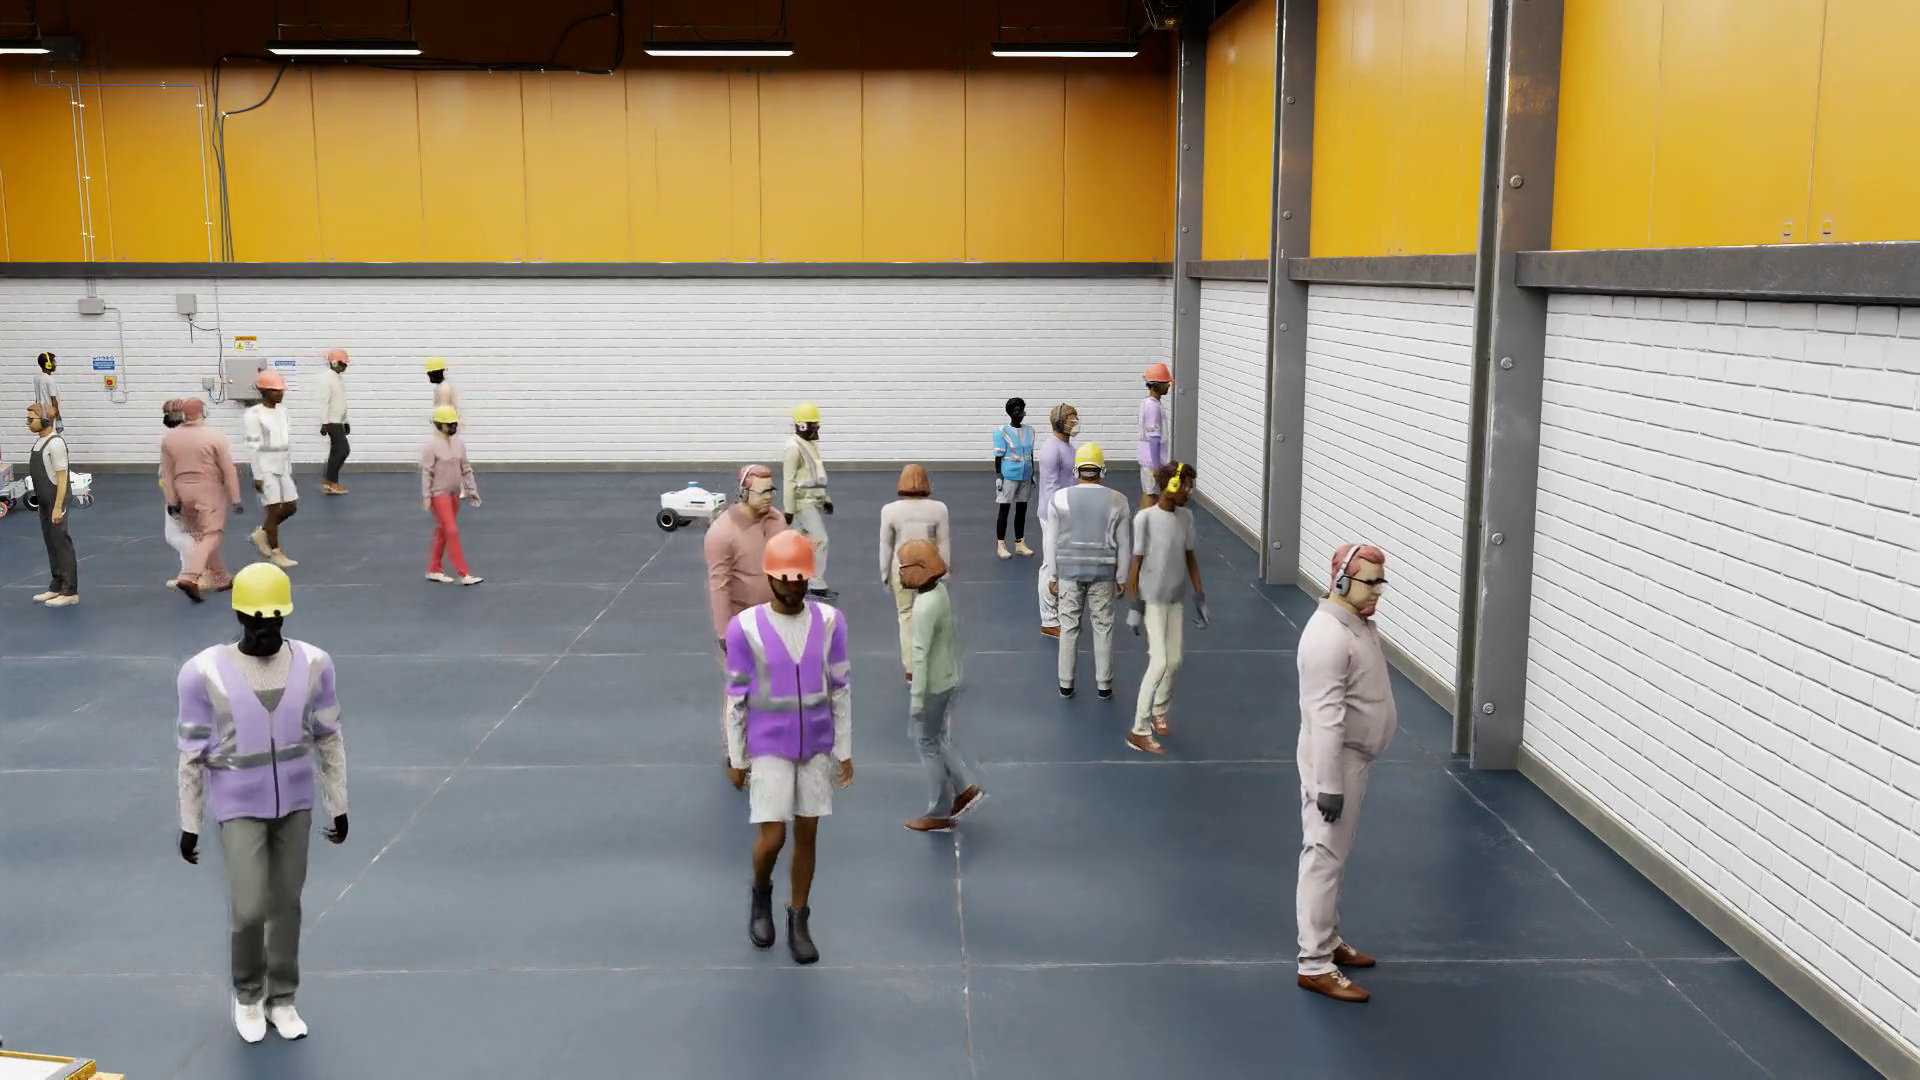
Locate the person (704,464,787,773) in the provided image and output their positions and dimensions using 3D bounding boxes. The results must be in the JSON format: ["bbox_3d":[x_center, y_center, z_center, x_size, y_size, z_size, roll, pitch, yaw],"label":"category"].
[{"bbox_3d":[-1.240,0.474,10.005,0.443,1.883,0.718,6,11,35],"label":"person"}]

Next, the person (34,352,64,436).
[{"bbox_3d":[-12.749,-1.695,23.339,0.515,1.872,0.328,6,11,34],"label":"person"}]

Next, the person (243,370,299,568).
[{"bbox_3d":[-7.018,-0.716,16.872,0.570,2.025,0.610,3,10,18],"label":"person"}]

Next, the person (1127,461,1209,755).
[{"bbox_3d":[1.291,0.415,10.617,0.556,1.823,0.570,-7,12,-37],"label":"person"}]

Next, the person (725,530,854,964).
[{"bbox_3d":[-0.731,0.903,7.267,0.541,1.923,0.391,-4,10,-23],"label":"person"}]

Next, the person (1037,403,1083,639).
[{"bbox_3d":[0.831,-0.161,13.723,0.371,1.941,0.627,3,10,16],"label":"person"}]

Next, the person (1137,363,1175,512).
[{"bbox_3d":[2.062,-0.838,17.550,0.381,2.044,0.607,0,9,0],"label":"person"}]

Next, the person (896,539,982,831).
[{"bbox_3d":[-0.154,0.788,8.881,0.372,1.613,0.531,1,9,9],"label":"person"}]

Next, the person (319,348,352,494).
[{"bbox_3d":[-8.385,-1.589,22.377,0.491,1.965,0.634,0,9,-3],"label":"person"}]

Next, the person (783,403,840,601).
[{"bbox_3d":[-1.323,-0.349,15.264,0.690,1.807,0.601,1,9,5],"label":"person"}]

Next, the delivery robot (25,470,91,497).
[{"bbox_3d":[-11.420,-0.717,21.080,0.707,0.478,0.477,-3,10,-16],"label":"delivery robot"}]

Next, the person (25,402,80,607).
[{"bbox_3d":[-8.201,-0.322,14.998,0.506,1.846,0.345,9,13,44],"label":"person"}]

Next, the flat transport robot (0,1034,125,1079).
[{"bbox_3d":[-3.504,2.022,5.437,0.652,0.197,1.431,2,9,11],"label":"flat transport robot"}]

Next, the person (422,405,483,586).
[{"bbox_3d":[-4.824,-0.417,15.908,0.849,1.728,0.543,4,10,23],"label":"person"}]

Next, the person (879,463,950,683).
[{"bbox_3d":[-0.332,0.243,12.186,0.520,1.620,0.341,0,9,-2],"label":"person"}]

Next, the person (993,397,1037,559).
[{"bbox_3d":[0.584,-0.656,17.499,0.542,1.695,0.315,-7,11,-35],"label":"person"}]

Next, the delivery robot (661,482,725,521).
[{"bbox_3d":[-3.096,-0.432,19.330,0.707,0.478,0.477,2,9,13],"label":"delivery robot"}]

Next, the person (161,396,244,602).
[{"bbox_3d":[-7.006,-0.394,15.347,0.650,1.875,0.906,2,10,13],"label":"person"}]

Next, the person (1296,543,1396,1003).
[{"bbox_3d":[1.625,0.953,7.013,0.399,1.902,0.642,3,10,20],"label":"person"}]

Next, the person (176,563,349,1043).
[{"bbox_3d":[-2.694,1.031,6.484,0.627,1.910,0.419,-9,13,-42],"label":"person"}]

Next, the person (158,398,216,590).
[{"bbox_3d":[-7.297,-0.420,15.660,0.541,1.827,0.667,-1,9,-4],"label":"person"}]

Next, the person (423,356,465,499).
[{"bbox_3d":[-6.789,-1.444,21.707,0.639,1.893,0.614,-3,10,-20],"label":"person"}]

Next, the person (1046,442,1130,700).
[{"bbox_3d":[0.900,0.226,11.724,0.586,1.824,0.404,0,9,3],"label":"person"}]
